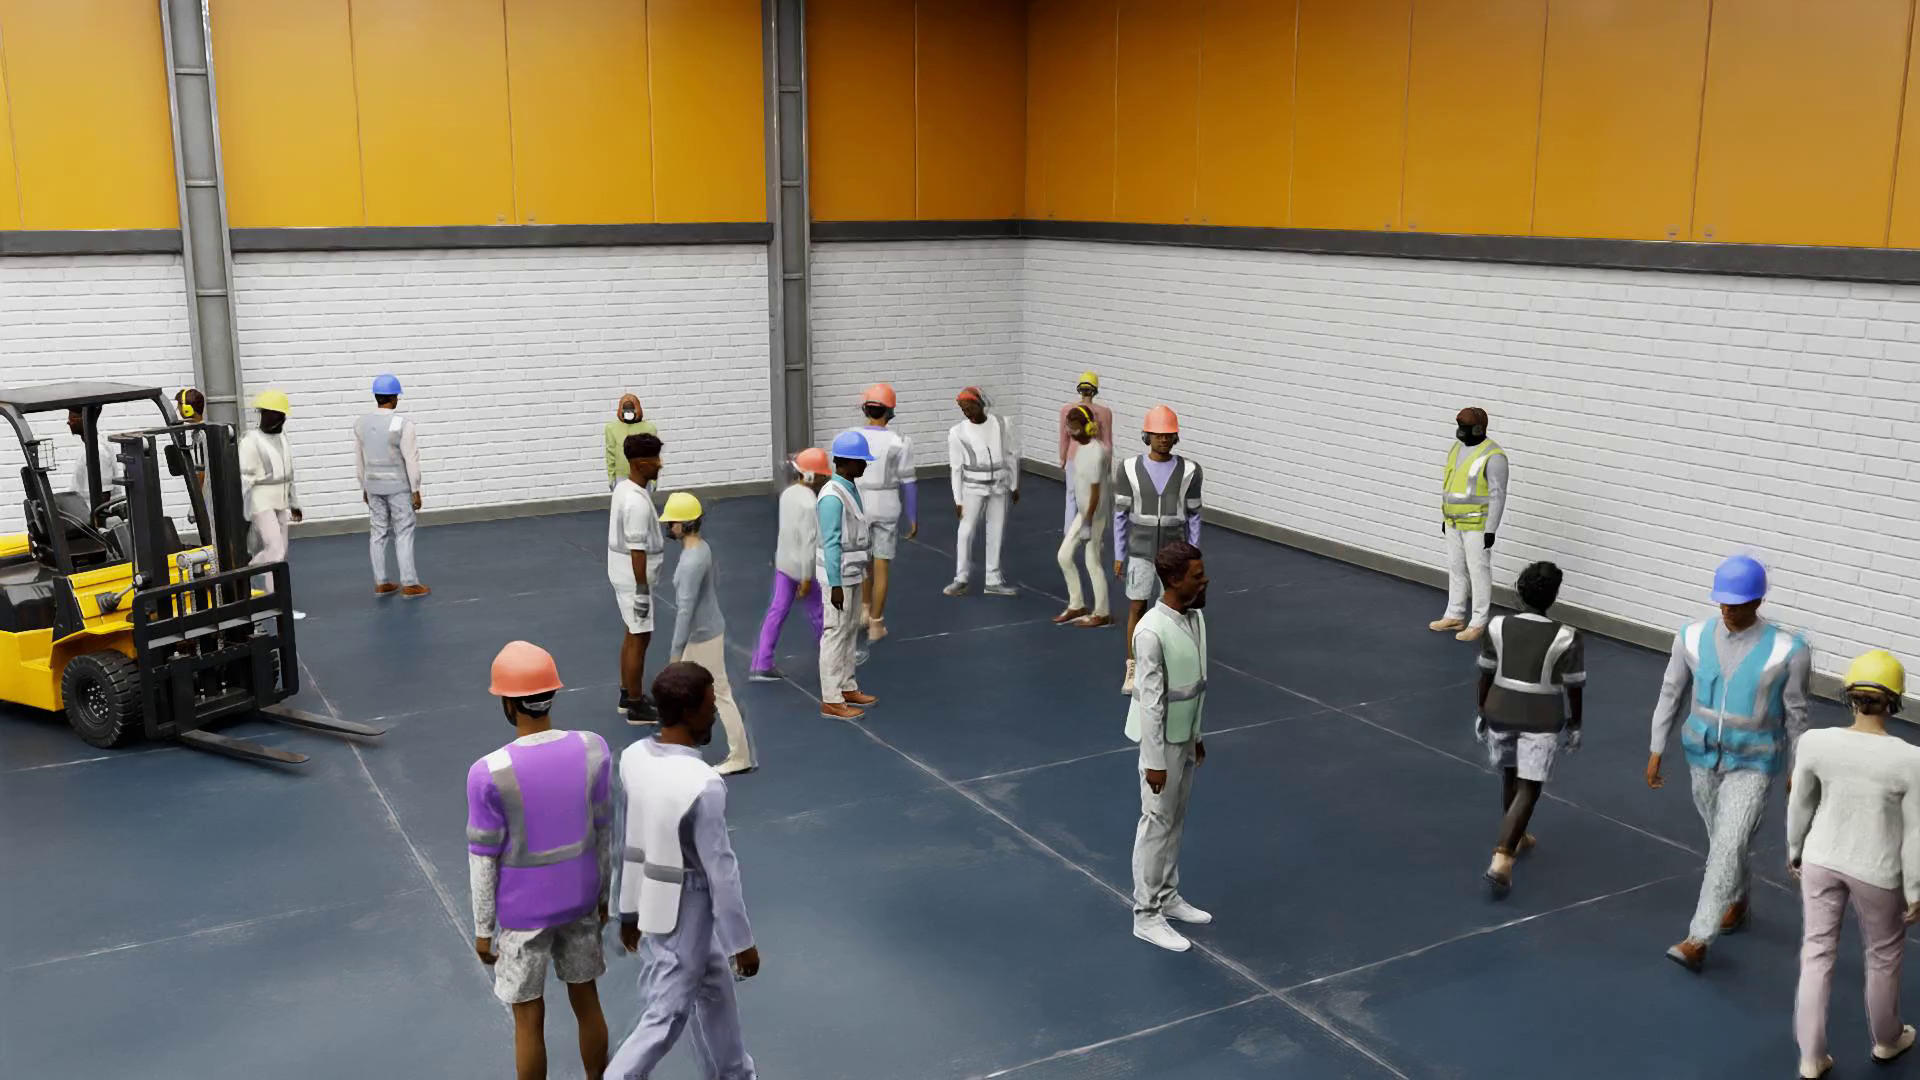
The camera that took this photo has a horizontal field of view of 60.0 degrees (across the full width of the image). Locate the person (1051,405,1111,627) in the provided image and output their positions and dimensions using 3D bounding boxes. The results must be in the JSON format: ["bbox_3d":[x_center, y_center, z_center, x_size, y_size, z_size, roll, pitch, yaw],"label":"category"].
[{"bbox_3d":[0.964,-0.174,13.279,0.616,1.833,0.567,-3,12,-12],"label":"person"}]

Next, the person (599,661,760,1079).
[{"bbox_3d":[-1.052,1.356,6.019,0.998,1.882,0.597,-8,14,-33],"label":"person"}]

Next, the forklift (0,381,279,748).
[{"bbox_3d":[-5.853,0.085,11.199,2.313,2.155,1.214,7,14,28],"label":"forklift"}]

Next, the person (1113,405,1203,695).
[{"bbox_3d":[1.373,0.078,11.578,0.613,2.048,0.362,1,12,4],"label":"person"}]

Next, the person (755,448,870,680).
[{"bbox_3d":[-1.104,0.170,11.983,0.915,1.688,0.544,-8,14,-32],"label":"person"}]

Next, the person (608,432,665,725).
[{"bbox_3d":[-2.126,0.254,10.993,0.384,1.958,0.626,-4,13,-19],"label":"person"}]

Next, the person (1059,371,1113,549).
[{"bbox_3d":[1.229,-0.769,16.244,0.532,1.758,0.345,3,13,16],"label":"person"}]

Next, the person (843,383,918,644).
[{"bbox_3d":[-0.634,-0.225,13.052,0.656,2.017,0.702,3,12,15],"label":"person"}]

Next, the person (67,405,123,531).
[{"bbox_3d":[-6.675,-0.162,12.895,0.367,1.967,0.603,-6,14,-27],"label":"person"}]

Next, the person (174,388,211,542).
[{"bbox_3d":[-6.379,-0.348,14.013,0.328,1.865,0.521,-1,12,-6],"label":"person"}]

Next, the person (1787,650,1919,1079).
[{"bbox_3d":[3.602,1.279,6.636,0.696,1.741,0.552,-11,16,-43],"label":"person"}]

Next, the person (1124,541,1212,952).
[{"bbox_3d":[0.986,0.943,7.825,0.392,1.922,0.591,6,13,26],"label":"person"}]

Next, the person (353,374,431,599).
[{"bbox_3d":[-4.899,-0.458,14.334,0.614,1.943,0.409,4,13,17],"label":"person"}]

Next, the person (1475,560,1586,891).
[{"bbox_3d":[2.871,0.935,8.488,0.540,1.664,0.837,10,15,38],"label":"person"}]

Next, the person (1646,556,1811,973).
[{"bbox_3d":[3.491,0.998,7.633,1.005,1.888,0.643,-11,16,-42],"label":"person"}]

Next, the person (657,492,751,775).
[{"bbox_3d":[-1.634,0.573,9.953,0.795,1.735,0.561,-1,12,-5],"label":"person"}]

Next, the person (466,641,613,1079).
[{"bbox_3d":[-1.528,1.311,6.078,0.544,1.930,0.386,-9,15,-37],"label":"person"}]

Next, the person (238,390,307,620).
[{"bbox_3d":[-5.783,-0.298,13.717,0.739,1.889,0.602,1,12,5],"label":"person"}]

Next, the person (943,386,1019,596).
[{"bbox_3d":[0.199,-0.409,14.344,0.666,1.858,0.350,-5,13,-22],"label":"person"}]

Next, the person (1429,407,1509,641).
[{"bbox_3d":[3.989,-0.132,13.057,0.429,1.840,0.632,-4,13,-20],"label":"person"}]

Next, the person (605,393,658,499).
[{"bbox_3d":[-3.082,-0.579,15.674,0.491,1.624,0.308,0,12,0],"label":"person"}]

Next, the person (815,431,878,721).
[{"bbox_3d":[-0.761,0.232,11.120,0.415,1.939,0.605,3,12,12],"label":"person"}]
